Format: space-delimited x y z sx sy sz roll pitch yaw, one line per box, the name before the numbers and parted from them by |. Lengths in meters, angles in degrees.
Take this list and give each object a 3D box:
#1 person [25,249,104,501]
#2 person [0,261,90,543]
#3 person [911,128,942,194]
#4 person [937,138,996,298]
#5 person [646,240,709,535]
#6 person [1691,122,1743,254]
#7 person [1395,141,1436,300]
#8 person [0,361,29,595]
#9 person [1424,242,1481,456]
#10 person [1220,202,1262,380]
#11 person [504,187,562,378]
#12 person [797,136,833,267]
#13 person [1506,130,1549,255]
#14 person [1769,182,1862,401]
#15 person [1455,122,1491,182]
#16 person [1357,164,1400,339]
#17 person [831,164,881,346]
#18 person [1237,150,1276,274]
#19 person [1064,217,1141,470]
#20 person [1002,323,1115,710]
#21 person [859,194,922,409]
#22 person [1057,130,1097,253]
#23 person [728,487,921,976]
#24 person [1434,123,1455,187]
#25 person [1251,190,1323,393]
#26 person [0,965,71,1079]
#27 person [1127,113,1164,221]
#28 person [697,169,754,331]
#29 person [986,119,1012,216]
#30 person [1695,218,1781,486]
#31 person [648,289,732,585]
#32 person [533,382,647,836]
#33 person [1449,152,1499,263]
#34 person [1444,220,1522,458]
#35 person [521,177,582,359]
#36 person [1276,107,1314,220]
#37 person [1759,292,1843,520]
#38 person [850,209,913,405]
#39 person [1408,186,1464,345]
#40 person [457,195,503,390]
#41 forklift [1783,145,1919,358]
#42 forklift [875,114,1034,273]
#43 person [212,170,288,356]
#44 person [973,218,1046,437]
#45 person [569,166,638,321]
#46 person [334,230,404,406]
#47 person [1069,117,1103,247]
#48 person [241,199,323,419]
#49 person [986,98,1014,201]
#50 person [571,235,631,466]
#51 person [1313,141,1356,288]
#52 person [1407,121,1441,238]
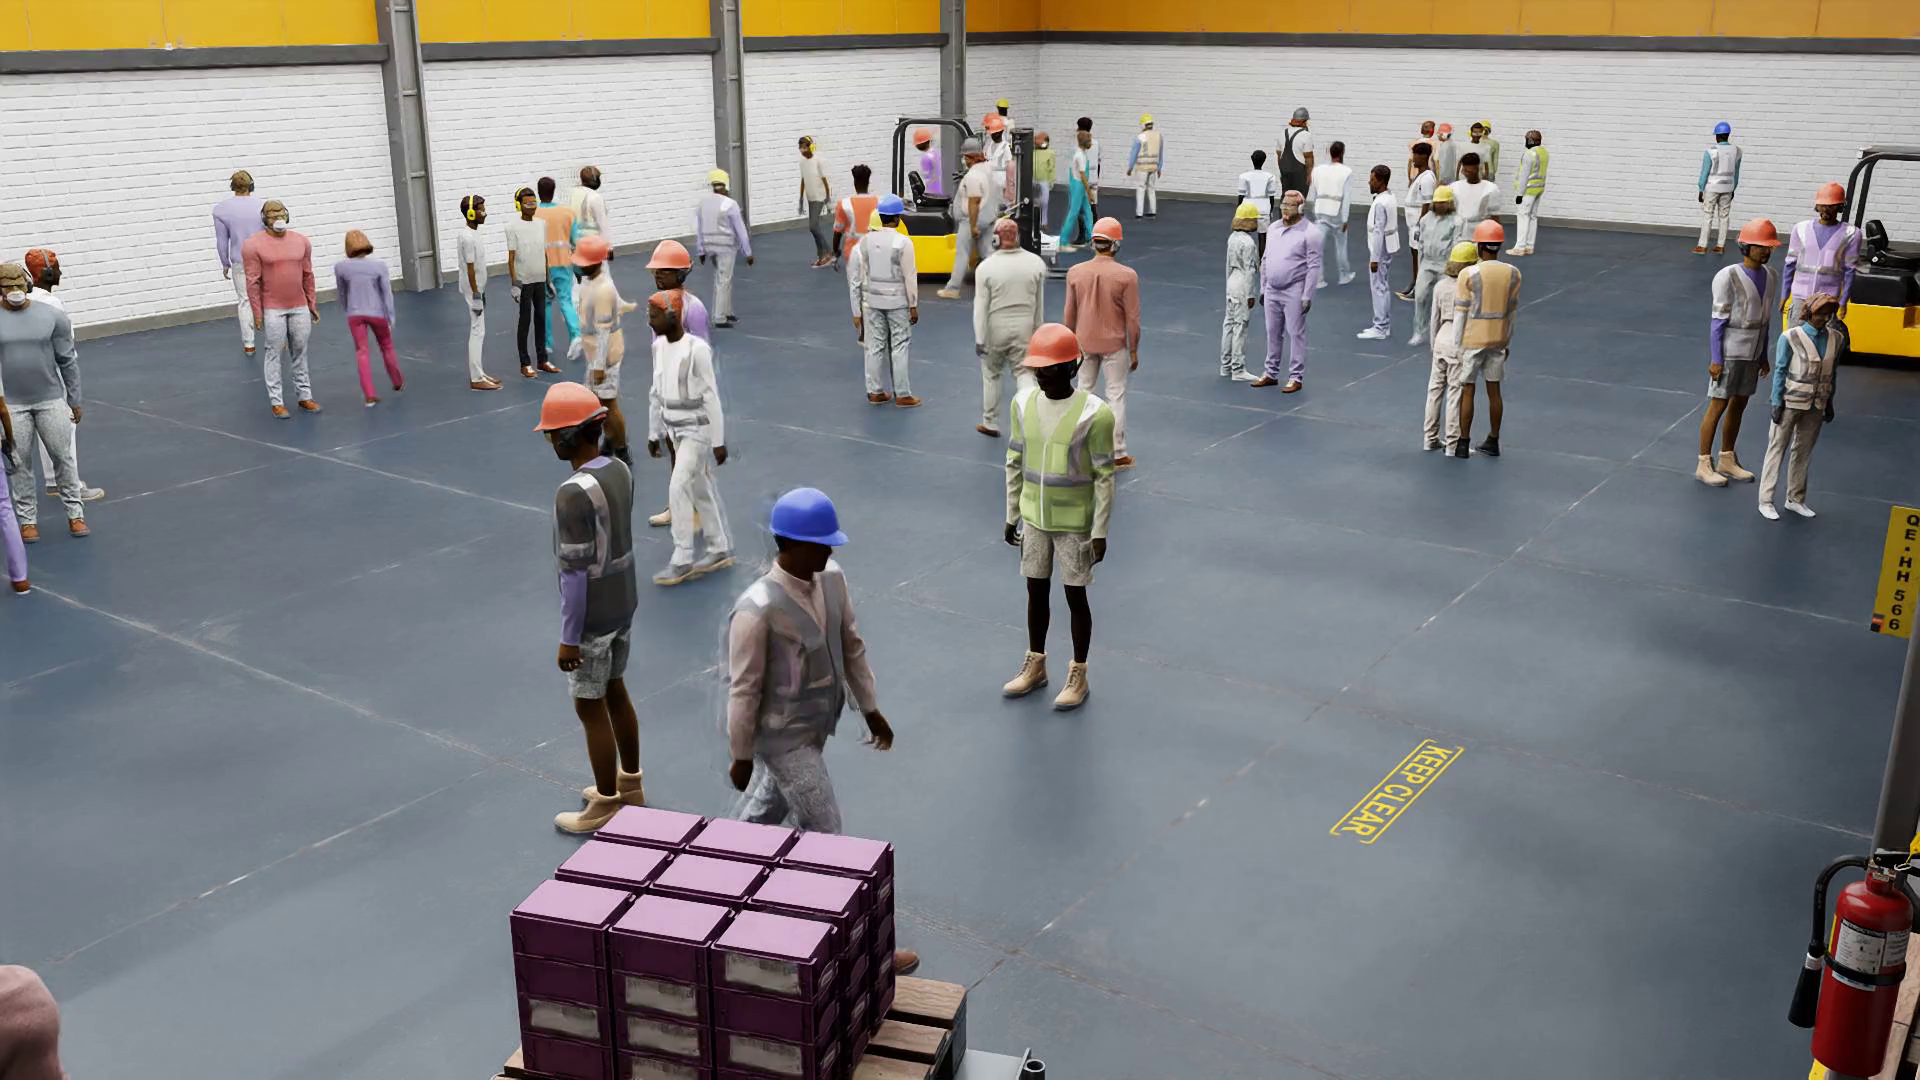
person | -6.701 -1.208 12.306 0.579 1.878 0.352 14 22 37
person | -6.350 -0.942 11.384 0.631 1.932 0.357 -9 20 -27
person | -0.470 -5.046 24.283 0.458 1.890 0.588 3 18 8
person | 0.157 -4.074 20.998 0.804 2.000 0.699 7 19 22
person | -1.961 -1.046 11.518 0.366 2.048 0.610 -14 23 -38
person | 11.290 -5.234 24.798 0.604 1.939 0.416 -2 18 -7
person | 5.762 -4.005 20.905 0.367 1.966 0.605 2 18 6
person | -6.088 -0.539 10.239 0.511 1.862 0.325 -11 21 -32
person | 4.061 -1.565 13.632 0.302 1.745 0.483 -9 20 -27
person | 2.790 -2.451 16.405 0.295 1.744 0.492 -5 18 -16
person | -4.252 -2.559 16.544 0.328 1.868 0.513 12 22 34
person | -2.066 -4.779 23.526 0.451 1.836 0.558 -16 23 -40
person | 8.472 -5.164 24.761 0.429 1.830 0.633 16 24 41
person | 7.877 -2.256 15.309 0.607 2.044 0.372 12 21 34
person | 8.005 -5.589 26.041 0.515 1.860 0.328 4 18 13
person | 4.670 -3.188 18.446 0.387 1.913 0.595 7 19 22
person | -1.105 -3.150 18.288 0.625 1.918 0.969 -6 19 -19
person | 4.081 -4.521 22.966 0.535 1.691 0.318 -1 18 -2
person | 1.137 -1.549 13.180 0.622 1.990 0.402 8 19 24
person | 0.485 -0.111 8.602 0.615 2.040 0.391 12 21 32
person | -0.632 -2.169 15.198 0.614 1.948 0.400 11 21 31
person | 1.862 -5.202 24.906 0.839 1.806 0.526 1 18 4
person | -0.627 0.692 6.353 1.050 1.888 0.596 8 19 24
person | 7.903 -6.001 27.506 0.522 1.735 0.590 9 20 27
person | 3.110 -2.370 15.887 0.409 1.908 0.642 -15 23 -39
person | -2.228 1.530 3.658 0.630 1.932 0.361 -3 18 -8
person | 3.214 -6.450 28.793 0.602 1.816 0.446 -11 21 -32
person | -2.640 -3.305 18.979 0.621 1.795 0.675 14 23 38
person | 0.564 -5.508 25.661 0.364 1.933 0.543 -16 24 -41
person | 5.984 -1.433 12.736 0.608 2.044 0.370 -9 20 -26
person | -1.819 -0.652 10.587 0.795 1.857 0.608 -15 23 -38
person | -1.627 0.308 7.323 0.409 2.028 0.619 3 18 9
person | 6.048 -3.609 19.702 0.647 1.940 0.445 13 22 35
person | 4.243 -1.627 13.539 0.540 1.929 0.391 -4 18 -14
person | -4.267 -2.850 17.460 0.641 1.876 0.907 -7 19 -22
person | 5.462 -5.955 26.882 0.535 2.000 0.688 -13 22 -36
person | 6.021 -0.958 11.906 0.510 1.639 0.308 -4 18 -13
person | -0.715 -2.155 15.361 0.602 1.820 0.403 -7 19 -20
person | 5.140 -2.947 17.972 0.499 1.722 0.615 11 21 30
person | -4.630 -2.369 15.962 0.331 1.864 0.506 -5 18 -14
forklift | 9.803 -2.879 17.013 2.313 2.155 1.214 12 21 33
forklift | -0.171 -4.594 22.377 2.313 2.155 1.214 1 18 3
person | -7.468 -2.917 17.546 0.635 1.938 0.361 -5 18 -15
person | 0.404 -1.760 13.998 0.663 1.880 0.744 -6 19 -18
person | -4.286 -3.479 19.545 0.986 1.791 0.644 -12 22 -34
person | -5.526 -2.094 15.537 0.510 1.594 0.793 -3 18 -9
person | 1.921 -5.508 25.602 0.604 1.967 0.367 -16 24 -41
person | -6.049 -2.074 14.909 0.376 1.940 0.629 16 24 41
person | 0.782 -7.372 31.501 0.593 1.923 0.382 9 20 26
person | -2.826 -1.461 13.064 0.432 1.897 0.597 -8 19 -23
person | 4.952 -4.298 21.948 0.601 1.879 0.923 14 23 38
person | 7.365 -5.721 26.464 0.563 1.848 0.389 17 24 42
